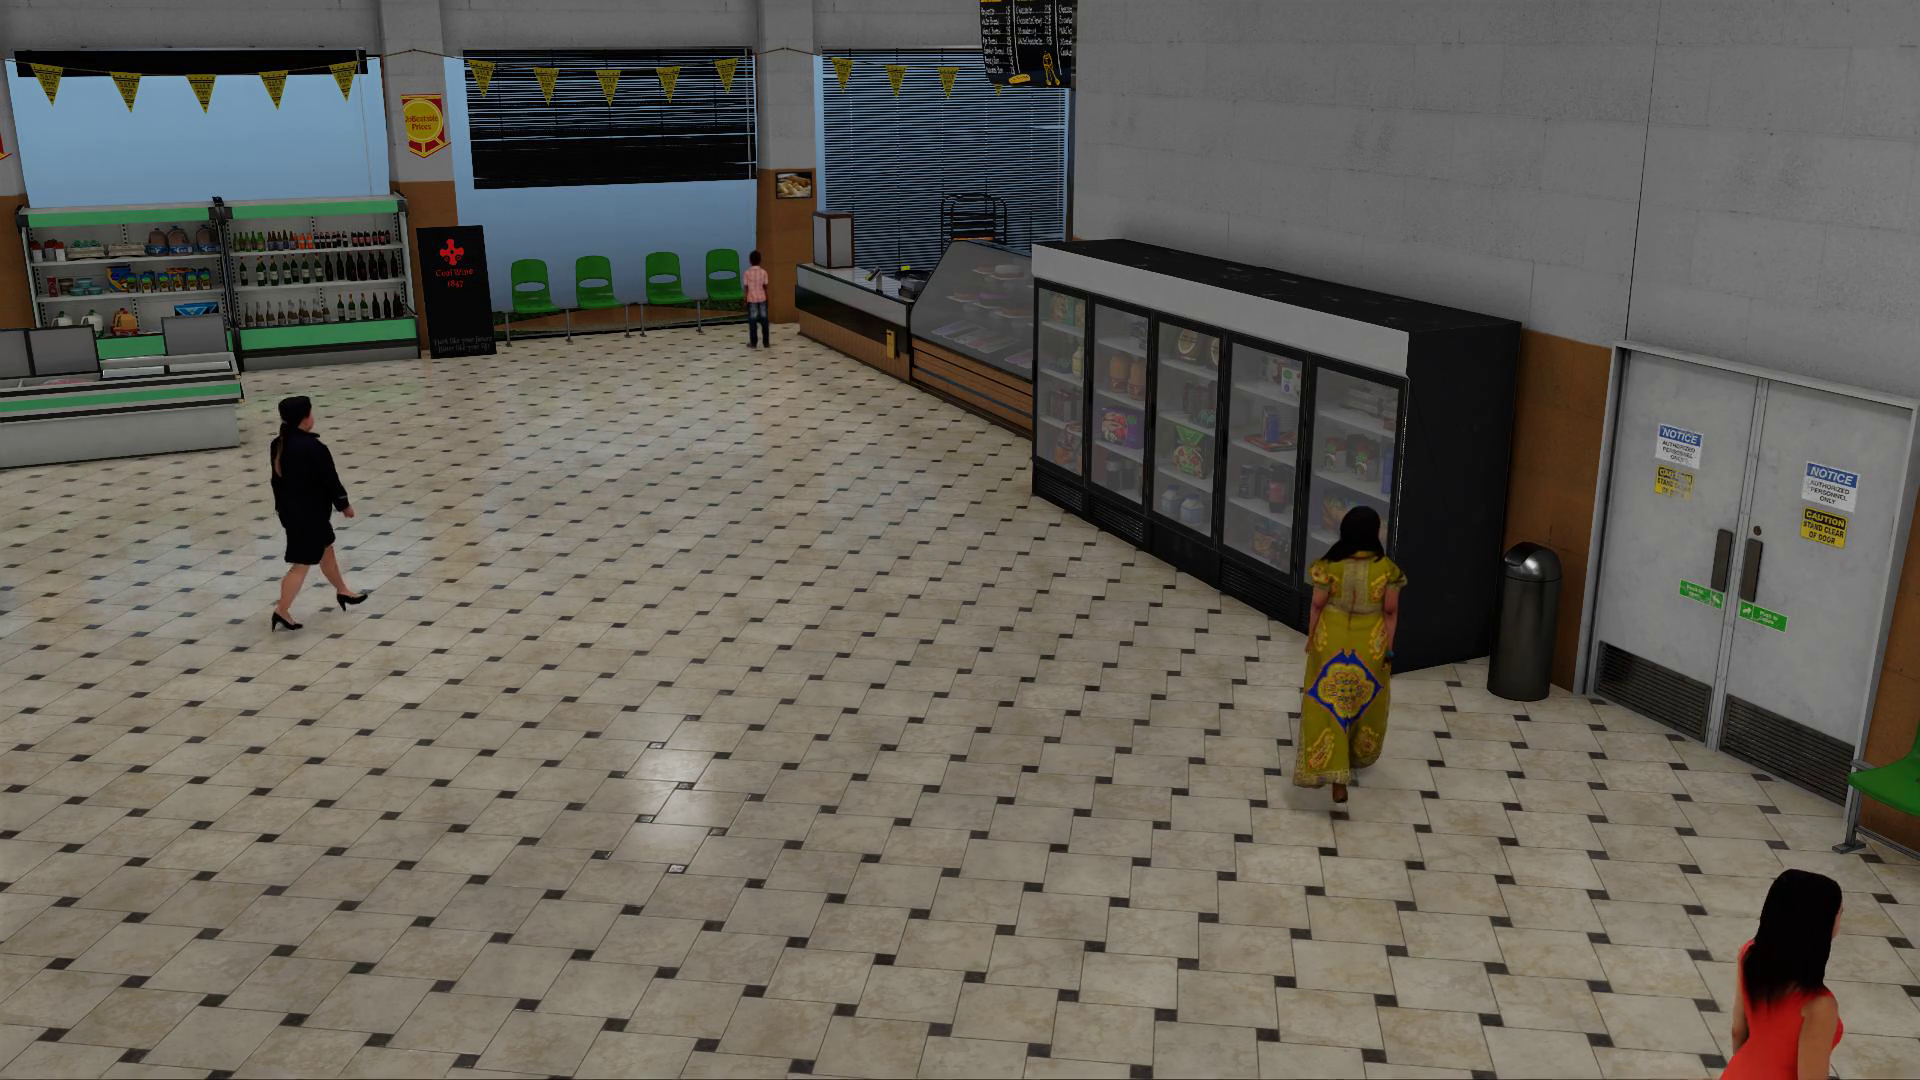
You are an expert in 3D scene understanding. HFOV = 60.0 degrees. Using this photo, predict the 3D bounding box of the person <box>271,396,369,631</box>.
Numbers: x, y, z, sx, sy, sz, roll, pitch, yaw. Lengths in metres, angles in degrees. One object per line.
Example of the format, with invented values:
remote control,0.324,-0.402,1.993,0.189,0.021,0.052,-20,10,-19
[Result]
person,-4.637,-0.136,11.665,1.005,1.628,1.189,12,21,34

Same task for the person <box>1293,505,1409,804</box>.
person,2.127,0.651,9.082,1.371,1.622,1.247,1,17,4

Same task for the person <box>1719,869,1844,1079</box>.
person,2.412,1.818,5.114,1.007,1.695,0.724,-5,17,-15

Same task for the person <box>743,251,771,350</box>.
person,-2.749,-3.247,22.461,0.421,1.307,0.581,-6,18,-20
